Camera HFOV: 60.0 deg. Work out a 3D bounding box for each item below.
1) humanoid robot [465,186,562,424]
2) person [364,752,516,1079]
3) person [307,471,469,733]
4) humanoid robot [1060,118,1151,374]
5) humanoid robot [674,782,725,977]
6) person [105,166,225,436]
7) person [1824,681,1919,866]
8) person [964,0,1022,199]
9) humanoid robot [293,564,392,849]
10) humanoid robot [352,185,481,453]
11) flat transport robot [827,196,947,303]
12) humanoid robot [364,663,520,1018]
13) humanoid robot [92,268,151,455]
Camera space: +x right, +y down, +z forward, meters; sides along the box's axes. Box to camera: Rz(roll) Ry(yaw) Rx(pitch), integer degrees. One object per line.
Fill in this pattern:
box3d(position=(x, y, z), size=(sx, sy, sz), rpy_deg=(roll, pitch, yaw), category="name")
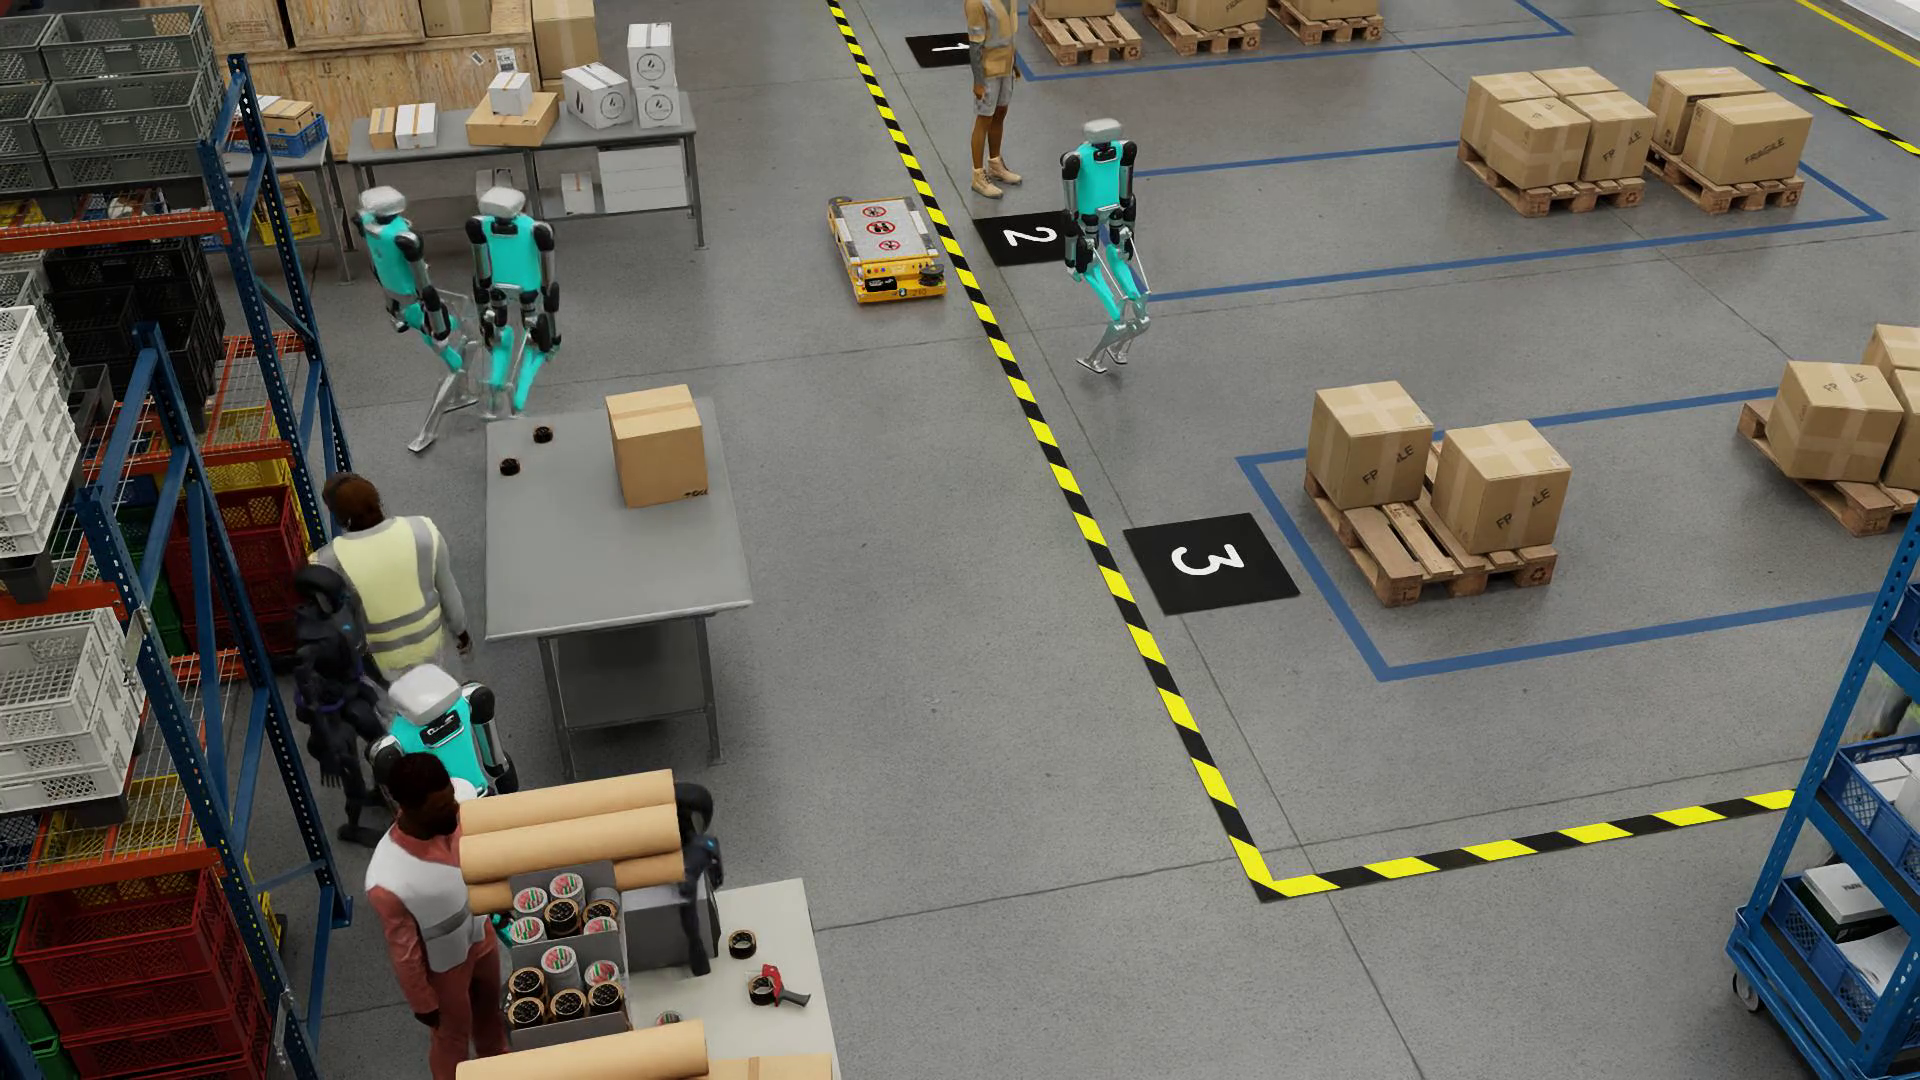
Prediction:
box3d(position=(-2.675, -1.116, 9.874), size=(0.531, 1.838, 0.782), rpy_deg=(7, 37, 9), category="humanoid robot")
box3d(position=(-1.895, 1.492, 6.176), size=(0.381, 1.910, 0.590), rpy_deg=(10, 38, 13), category="person")
box3d(position=(-2.611, 0.455, 7.676), size=(0.659, 1.797, 0.919), rpy_deg=(-24, 43, -28), category="person")
box3d(position=(0.994, -1.816, 10.656), size=(0.533, 1.672, 0.735), rpy_deg=(-18, 40, -22), category="humanoid robot")
box3d(position=(-1.067, 1.539, 6.351), size=(0.779, 1.628, 0.616), rpy_deg=(-8, 37, -10), category="humanoid robot")
box3d(position=(-4.938, -1.489, 10.243), size=(0.340, 1.838, 0.504), rpy_deg=(-29, 45, -33), category="person")
box3d(position=(4.220, 0.897, 7.071), size=(1.008, 1.788, 0.596), rpy_deg=(-2, 37, -3), category="person")
box3d(position=(0.288, -3.718, 13.063), size=(0.365, 2.048, 0.606), rpy_deg=(21, 42, 26), category="person")
box3d(position=(-2.740, 0.743, 7.378), size=(0.394, 1.632, 0.591), rpy_deg=(5, 37, 6), category="humanoid robot")
box3d(position=(-3.202, -1.410, 10.227), size=(0.566, 1.773, 0.855), rpy_deg=(24, 43, 29), category="humanoid robot")
box3d(position=(-0.570, -2.220, 12.538), size=(0.659, 0.231, 1.431), rpy_deg=(-8, 37, -10), category="flat transport robot")
box3d(position=(-1.805, 1.269, 6.502), size=(0.735, 1.681, 0.533), rpy_deg=(27, 44, 31), category="humanoid robot")
box3d(position=(-4.930, -0.787, 9.476), size=(0.724, 1.633, 0.613), rpy_deg=(-5, 37, -7), category="humanoid robot")
